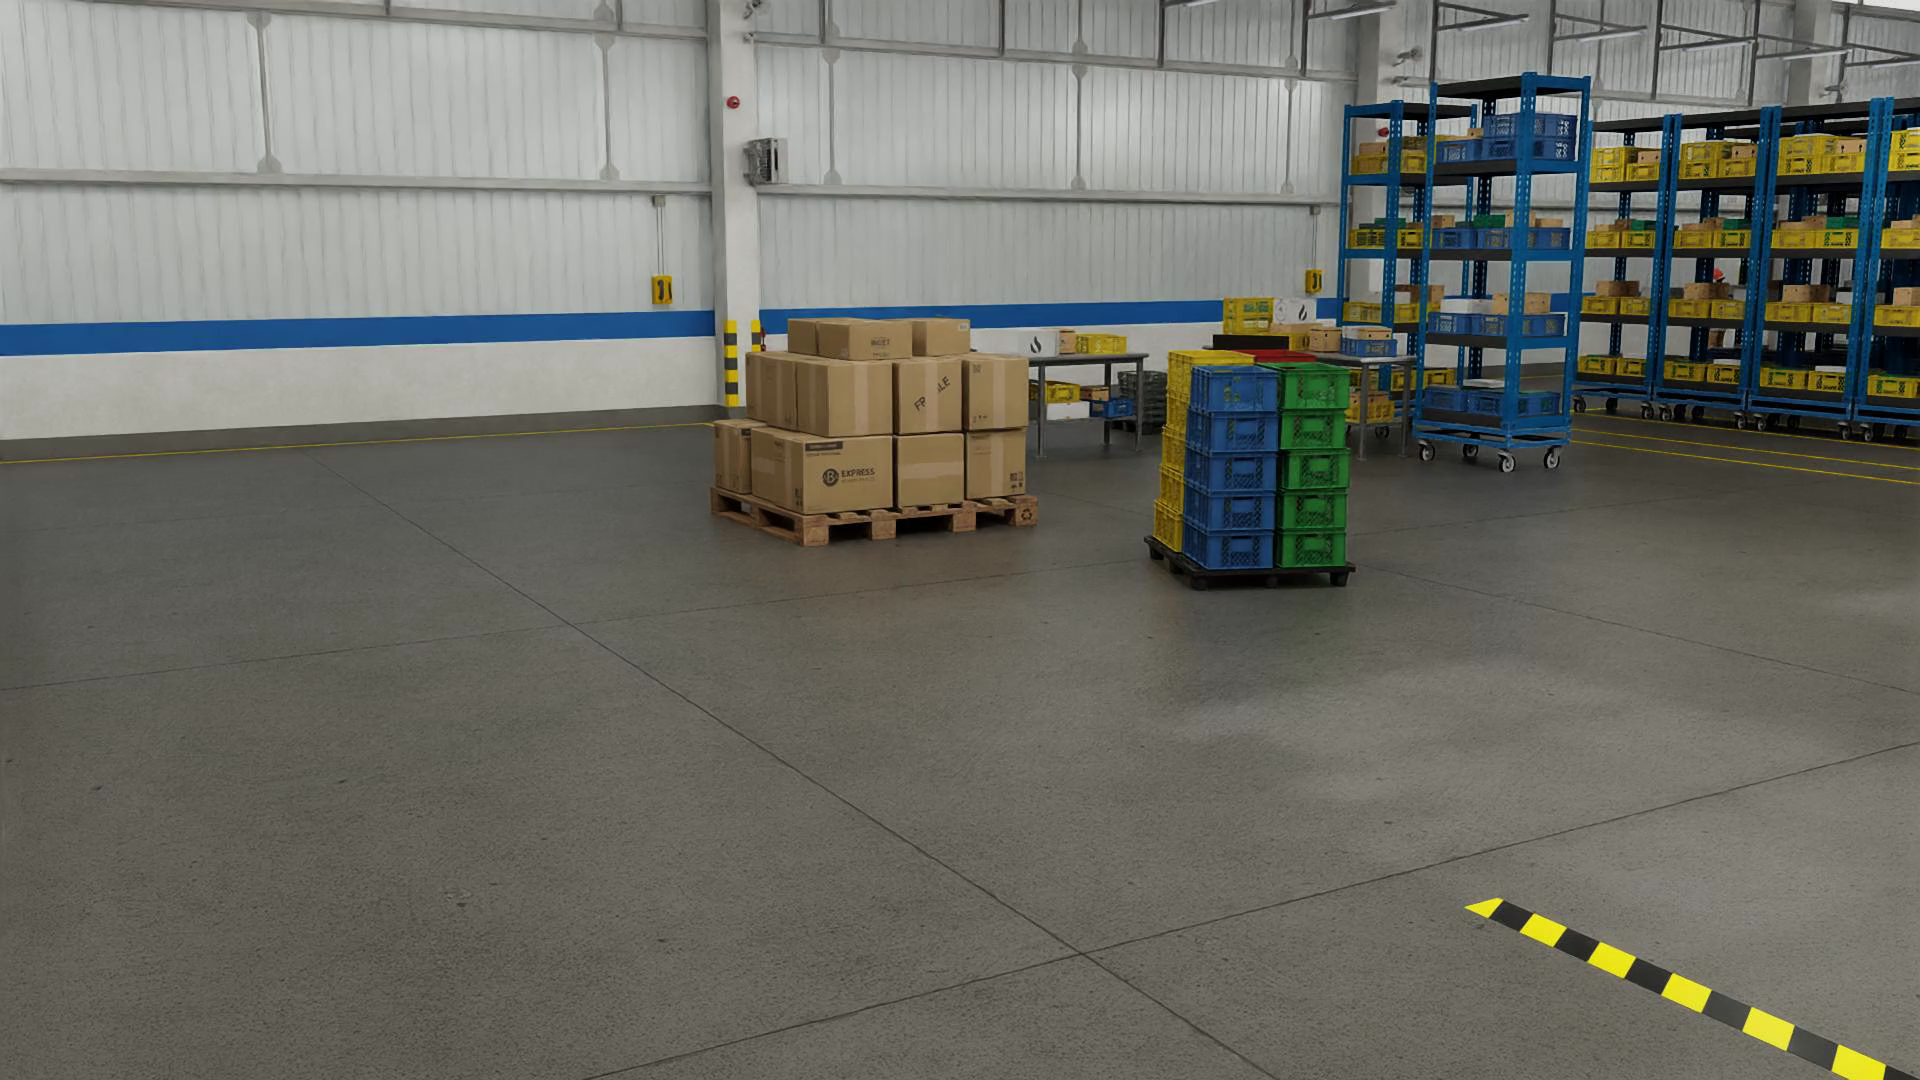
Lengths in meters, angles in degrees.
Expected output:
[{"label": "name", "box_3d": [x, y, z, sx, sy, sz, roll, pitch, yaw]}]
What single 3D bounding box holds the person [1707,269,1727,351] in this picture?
[{"label": "person", "box_3d": [11.341, -3.206, 25.061, 0.562, 1.743, 0.358, -8, 13, -39]}]
